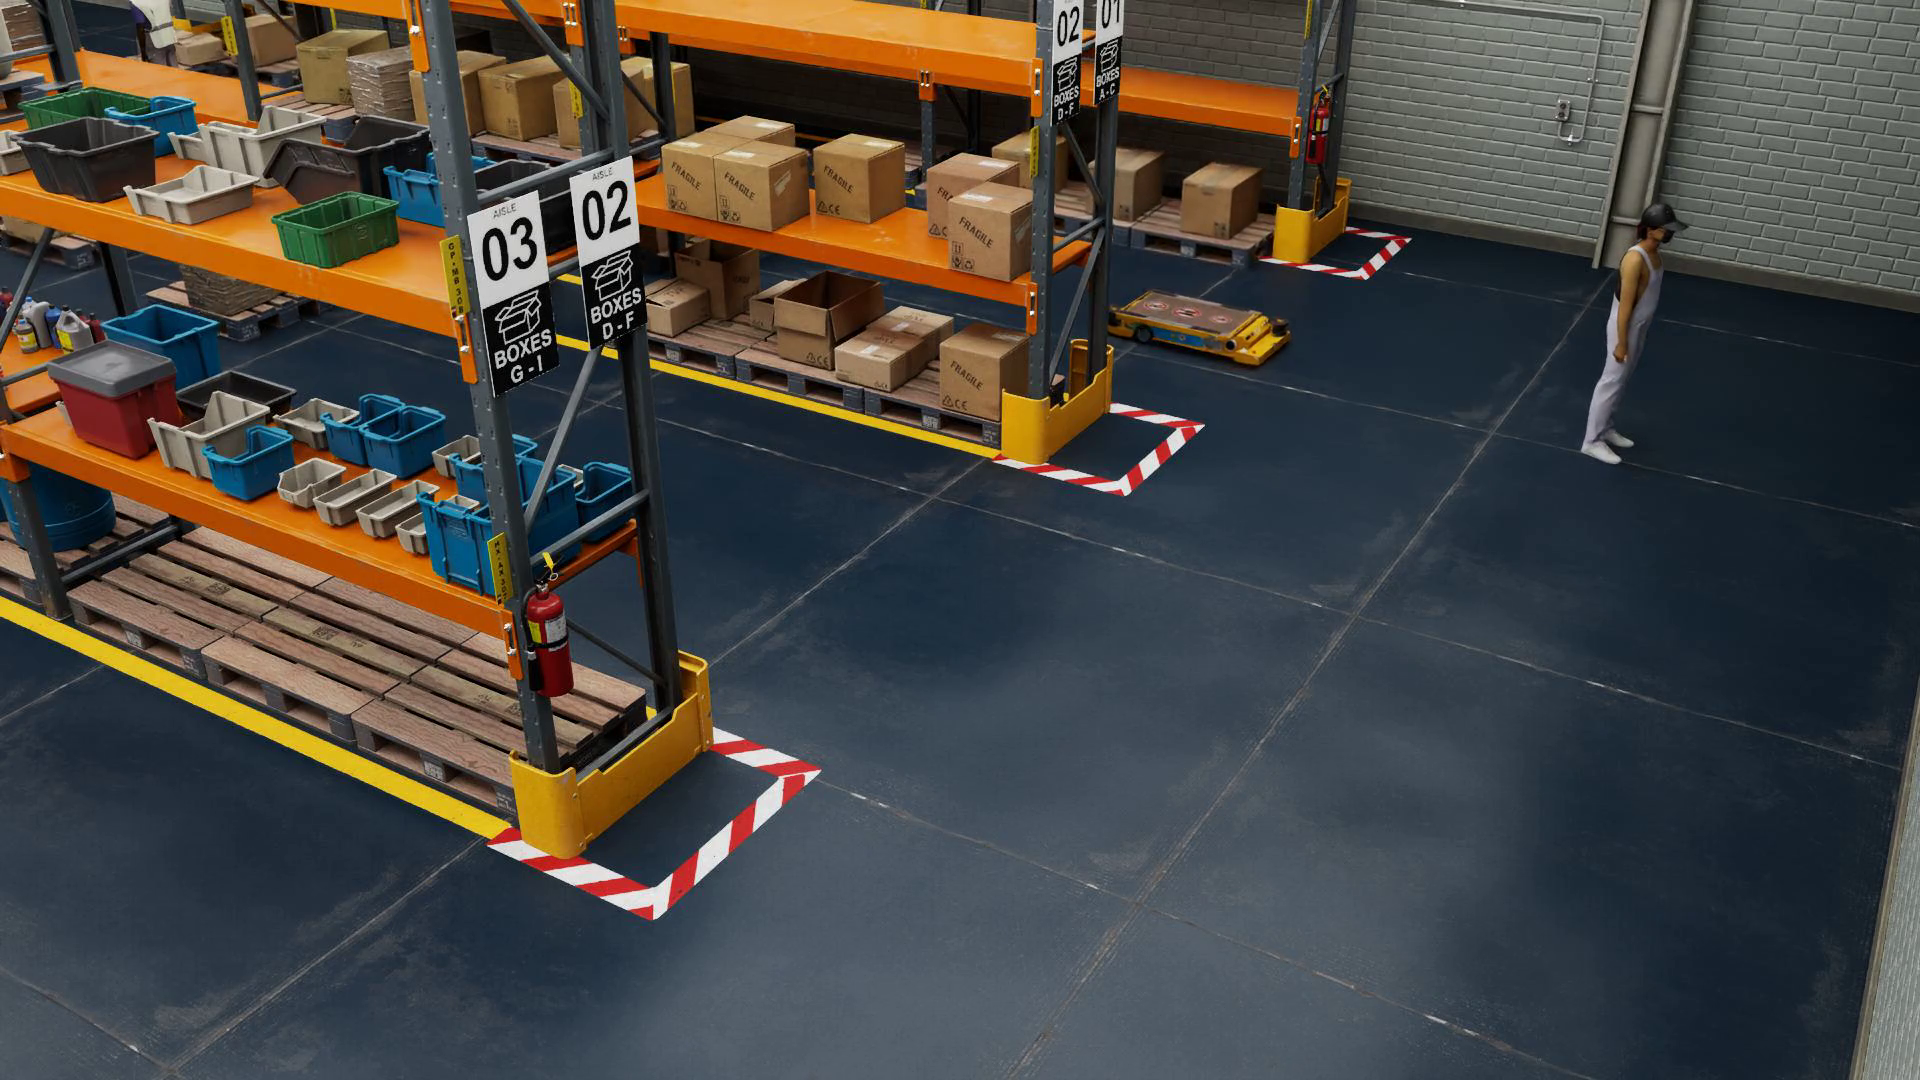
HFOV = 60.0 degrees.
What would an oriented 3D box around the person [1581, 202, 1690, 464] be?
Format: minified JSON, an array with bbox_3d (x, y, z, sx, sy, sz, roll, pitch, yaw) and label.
[{"bbox_3d":[4.720,-1.449,11.597,0.388,1.861,0.531,19,34,31],"label":"person"}]

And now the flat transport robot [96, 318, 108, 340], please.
[{"bbox_3d":[-6.824,-1.439,13.215,1.431,0.231,0.659,19,34,30],"label":"flat transport robot"}]

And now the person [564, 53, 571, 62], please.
[{"bbox_3d":[-3.917,-4.450,17.170,0.544,1.671,0.364,-13,32,-22],"label":"person"}]

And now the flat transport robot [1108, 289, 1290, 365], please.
[{"bbox_3d":[1.953,-1.776,13.821,1.431,0.231,0.659,17,33,27],"label":"flat transport robot"}]

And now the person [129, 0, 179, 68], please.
[{"bbox_3d":[-9.277,-5.717,19.282,0.388,1.839,0.559,9,30,16],"label":"person"}]
